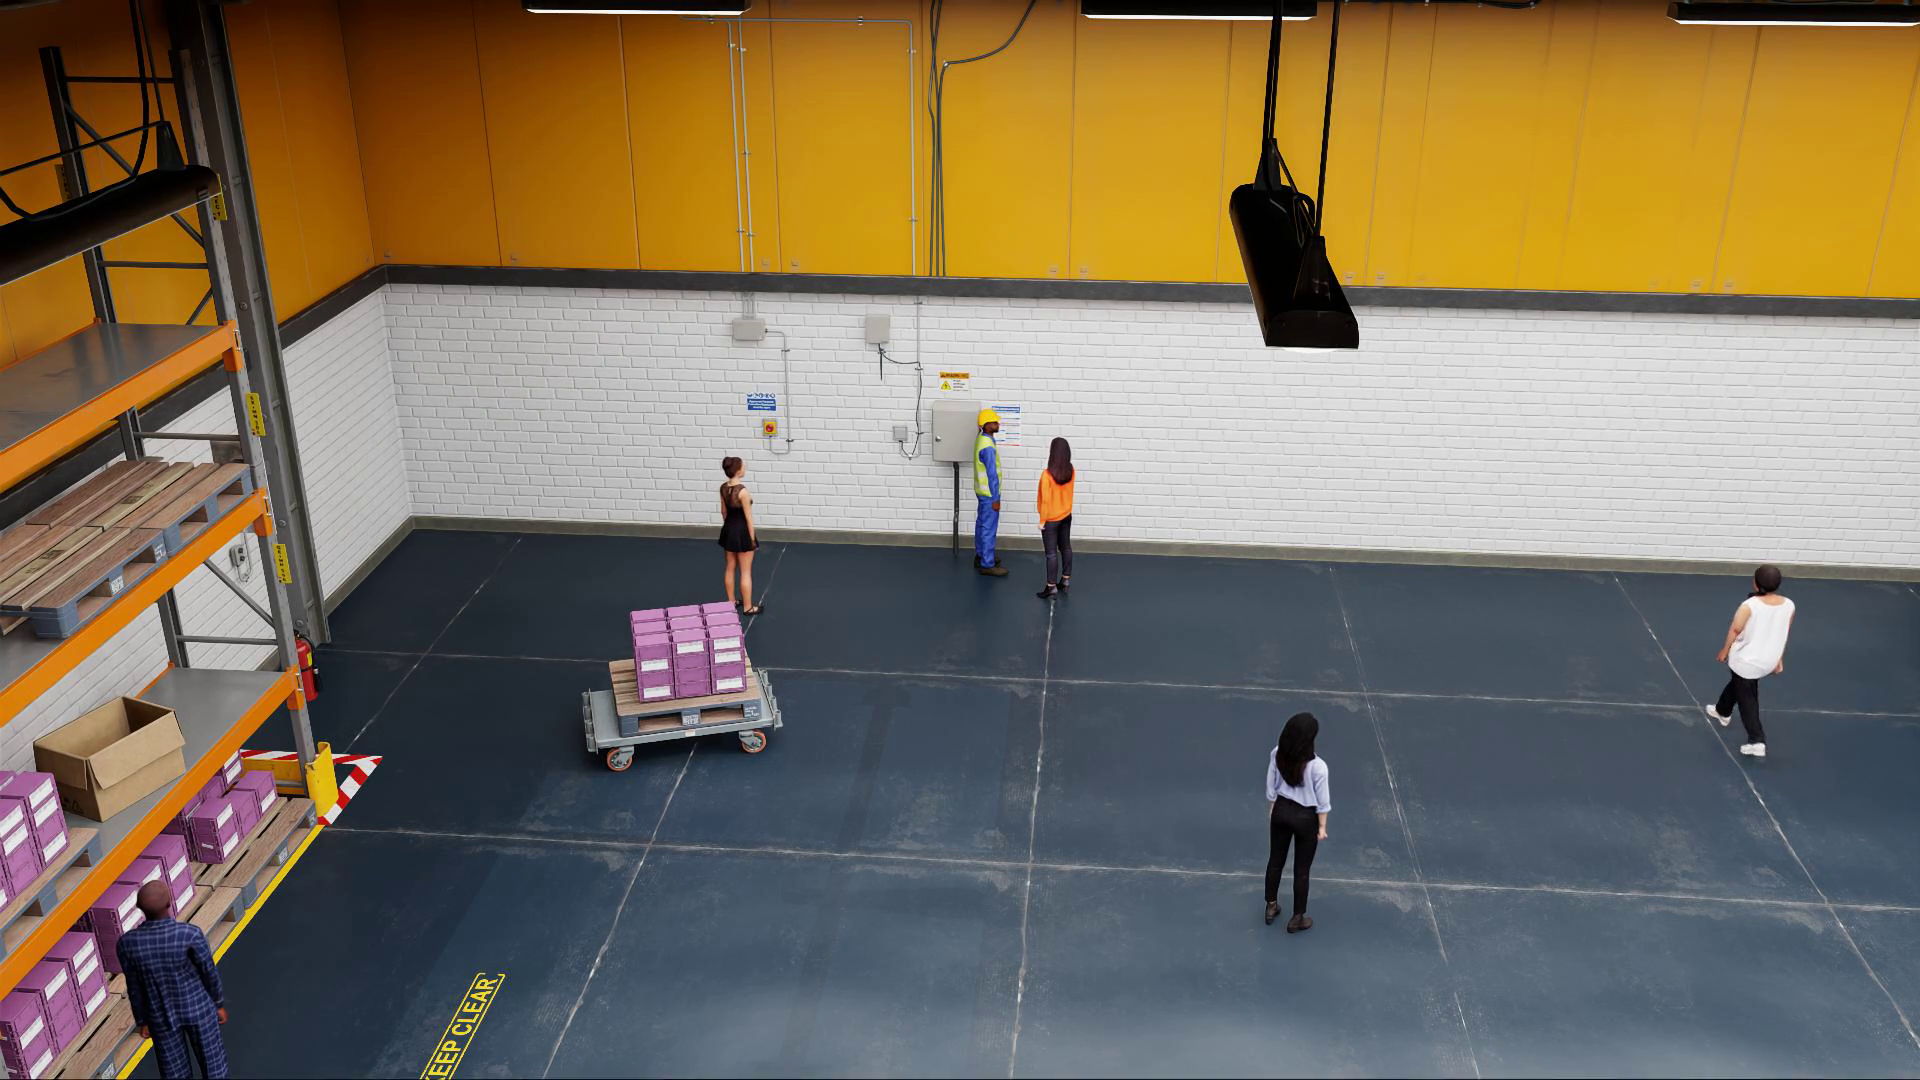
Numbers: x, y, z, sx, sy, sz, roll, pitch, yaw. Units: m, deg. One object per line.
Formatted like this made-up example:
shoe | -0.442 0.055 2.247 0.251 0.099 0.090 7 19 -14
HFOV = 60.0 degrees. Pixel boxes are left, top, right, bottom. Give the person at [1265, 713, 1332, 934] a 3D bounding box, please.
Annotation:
person | 2.381 2.002 11.844 0.731 1.744 0.748 18 29 35

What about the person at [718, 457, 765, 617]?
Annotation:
person | -2.228 -0.053 16.636 0.682 1.673 0.727 20 30 38

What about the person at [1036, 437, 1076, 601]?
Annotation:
person | 0.990 -0.233 16.953 0.767 1.749 0.688 21 31 40

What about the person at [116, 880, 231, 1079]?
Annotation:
person | -4.654 2.799 9.927 0.744 1.819 0.727 -7 24 -15

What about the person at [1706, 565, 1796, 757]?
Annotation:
person | 6.769 1.045 14.156 0.920 1.647 1.221 -6 24 -14

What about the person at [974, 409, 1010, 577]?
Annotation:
person | 0.298 -0.524 17.536 0.779 1.813 0.615 -4 24 -9
